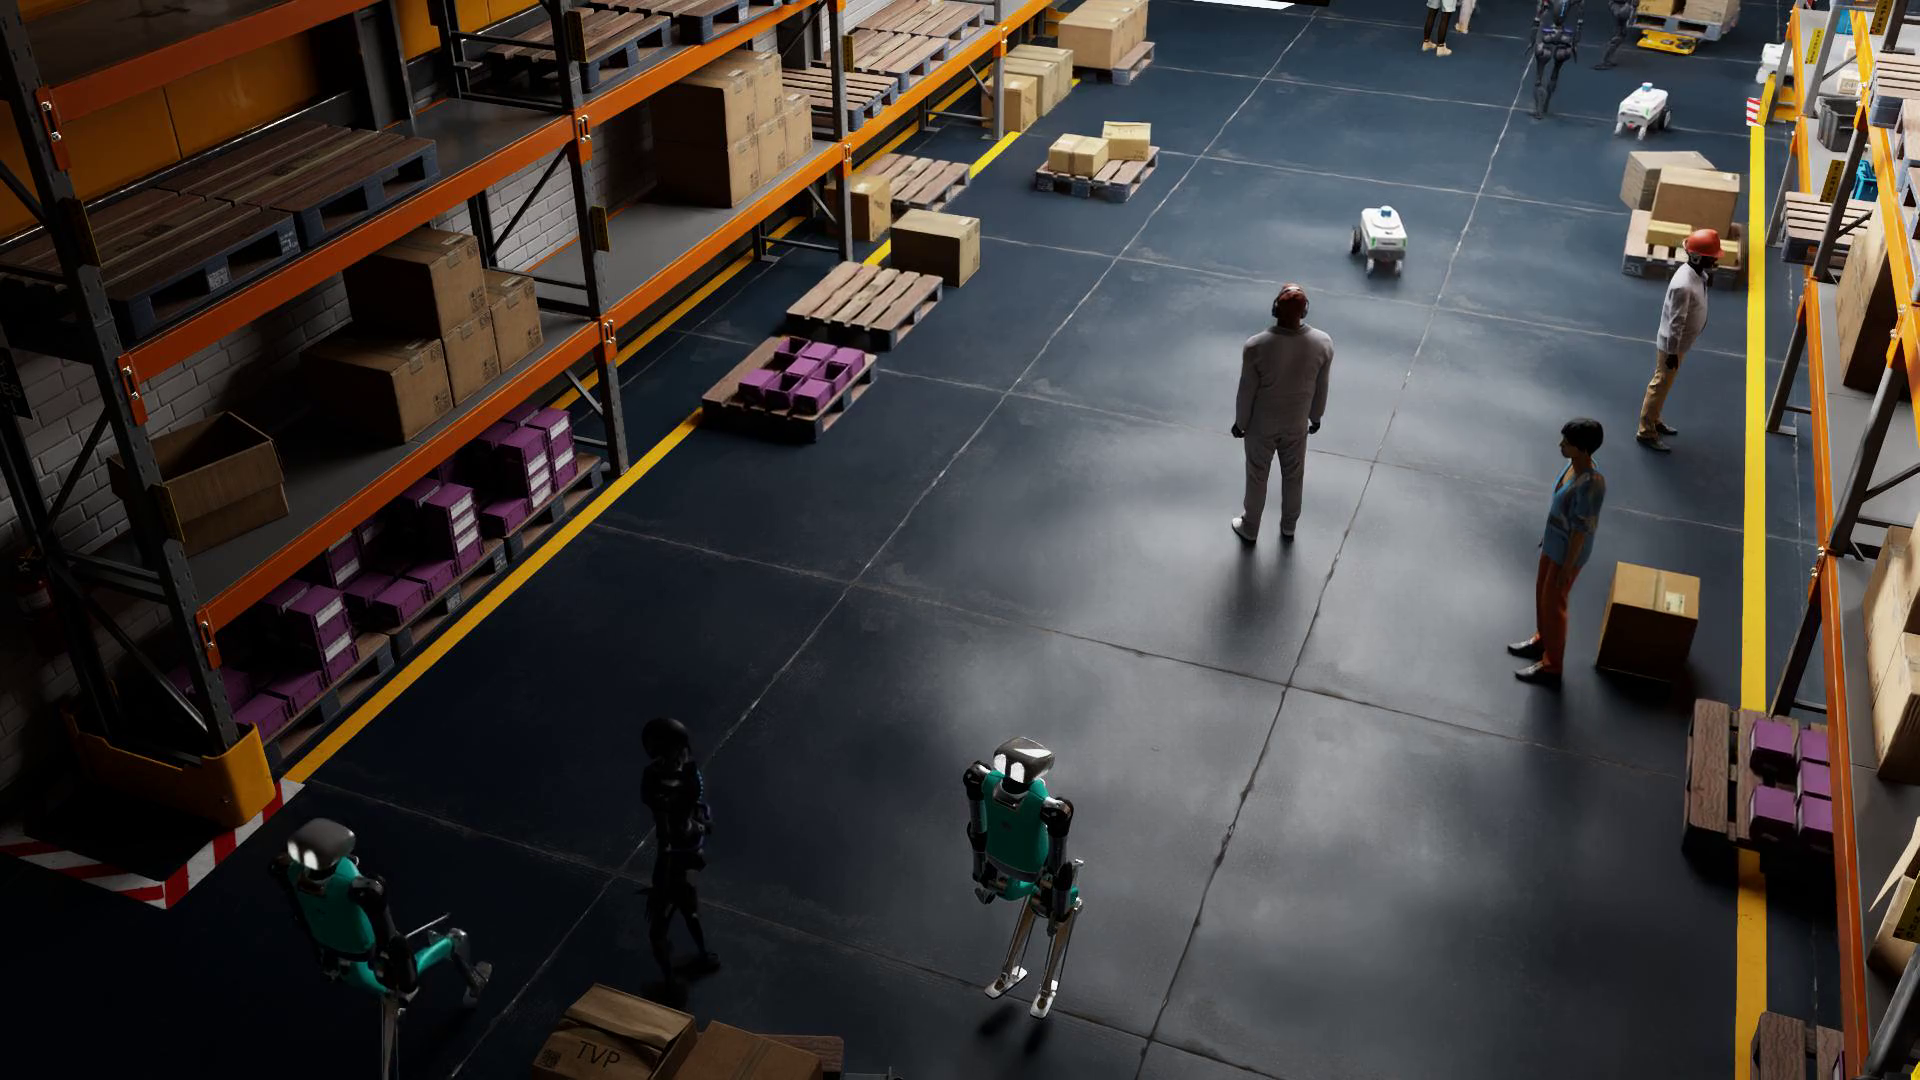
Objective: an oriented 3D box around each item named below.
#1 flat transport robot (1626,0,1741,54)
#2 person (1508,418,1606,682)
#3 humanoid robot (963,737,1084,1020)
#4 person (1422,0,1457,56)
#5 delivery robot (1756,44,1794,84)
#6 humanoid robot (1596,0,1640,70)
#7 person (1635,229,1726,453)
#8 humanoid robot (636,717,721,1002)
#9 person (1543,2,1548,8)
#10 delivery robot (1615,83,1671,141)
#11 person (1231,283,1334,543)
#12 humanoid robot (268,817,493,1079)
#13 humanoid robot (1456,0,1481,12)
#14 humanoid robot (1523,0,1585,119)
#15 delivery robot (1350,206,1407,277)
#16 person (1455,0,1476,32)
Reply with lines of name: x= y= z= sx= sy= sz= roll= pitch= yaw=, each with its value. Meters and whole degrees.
flat transport robot: x=9.513 y=-6.717 z=21.987 sx=0.659 sy=0.231 sz=1.431 roll=21 pitch=38 yaw=29
person: x=3.671 y=0.054 z=10.139 sx=0.326 sy=1.756 sz=0.505 roll=4 pitch=33 yaw=5
humanoid robot: x=0.385 y=1.503 z=7.790 sx=0.533 sy=1.677 sz=0.735 roll=20 pitch=38 yaw=28
person: x=6.179 y=-7.042 z=21.183 sx=0.318 sy=1.693 sz=0.531 roll=-20 pitch=38 yaw=-27
delivery robot: x=10.222 y=-5.830 z=20.368 sx=0.797 sy=0.613 sz=0.499 roll=16 pitch=36 yaw=23
humanoid robot: x=8.232 y=-6.658 z=20.606 sx=0.357 sy=1.642 sz=0.596 roll=-2 pitch=33 yaw=-3
person: x=5.448 y=-1.527 z=12.586 sx=0.328 sy=1.751 sz=0.562 roll=17 pitch=37 yaw=25
humanoid robot: x=-1.398 y=1.490 z=7.981 sx=0.416 sy=1.645 sz=0.595 roll=2 pitch=33 yaw=3
person: x=8.166 y=-8.344 z=23.166 sx=0.540 sy=1.716 sz=0.913 roll=0 pitch=33 yaw=-1
delivery robot: x=7.747 y=-4.889 z=18.888 sx=0.499 sy=0.587 sz=0.781 roll=22 pitch=39 yaw=30
person: x=2.178 y=-0.860 z=11.416 sx=0.650 sy=1.906 sz=0.407 roll=-5 pitch=33 yaw=-8
humanoid robot: x=-2.521 y=1.746 z=7.585 sx=0.552 sy=1.765 sz=1.023 roll=11 pitch=34 yaw=16
humanoid robot: x=7.047 y=-8.064 z=22.756 sx=0.836 sy=1.790 sz=0.530 roll=-21 pitch=39 yaw=-29
humanoid robot: x=6.836 y=-5.712 z=19.139 sx=0.608 sy=1.642 sz=0.429 roll=3 pitch=33 yaw=5
delivery robot: x=4.003 y=-2.875 z=15.756 sx=0.499 sy=0.571 sz=0.756 roll=2 pitch=33 yaw=3
person: x=6.807 y=-7.691 z=22.119 sx=0.515 sy=1.750 sz=0.553 roll=-5 pitch=33 yaw=-8
